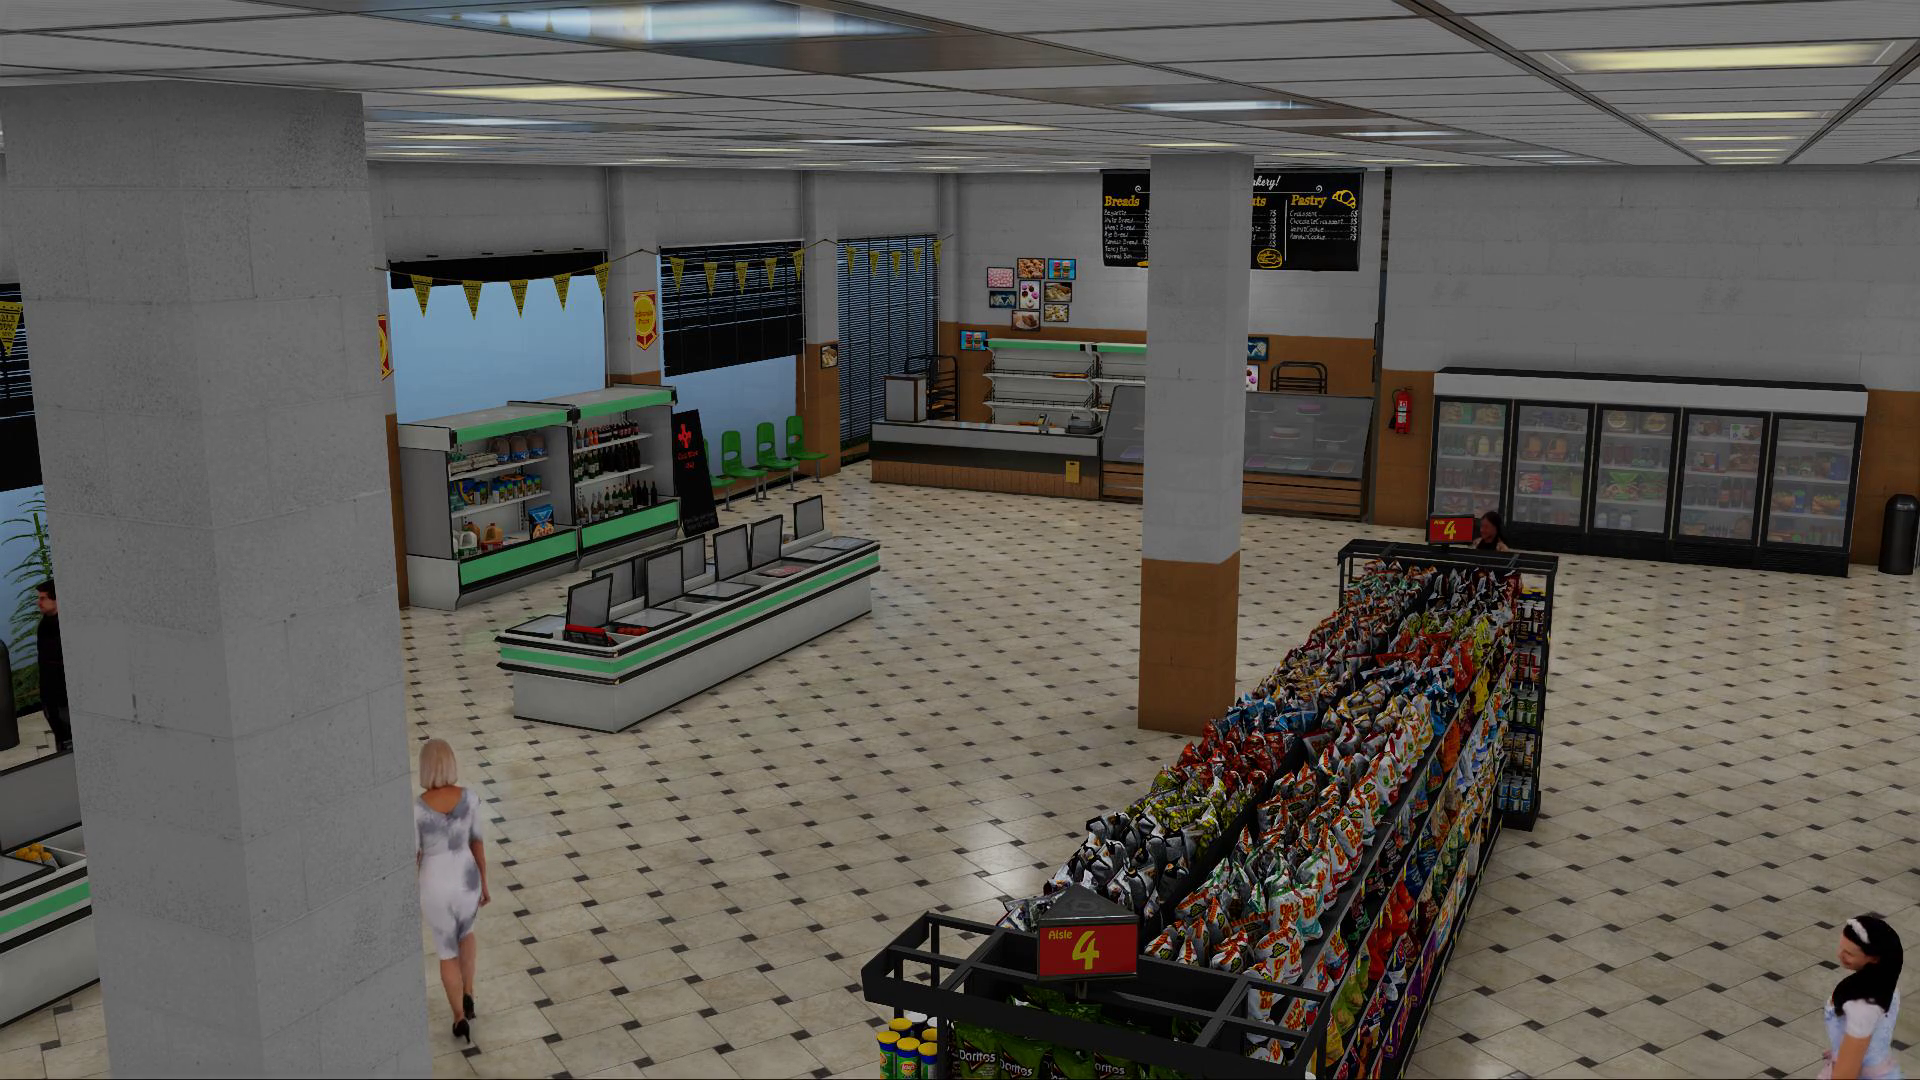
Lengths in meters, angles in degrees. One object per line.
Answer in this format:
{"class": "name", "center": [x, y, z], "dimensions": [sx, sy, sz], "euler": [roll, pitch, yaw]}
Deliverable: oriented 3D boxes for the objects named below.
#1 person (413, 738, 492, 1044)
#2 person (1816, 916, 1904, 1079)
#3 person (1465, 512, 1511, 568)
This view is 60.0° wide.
{"class": "person", "center": [-2.798, 1.965, 9.204], "dimensions": [0.740, 1.734, 0.802], "euler": [-7, 14, -31]}
{"class": "person", "center": [3.804, 2.414, 6.957], "dimensions": [0.770, 1.781, 0.881], "euler": [-10, 16, -40]}
{"class": "person", "center": [4.950, 0.615, 15.596], "dimensions": [1.167, 1.743, 0.955], "euler": [-8, 14, -34]}
